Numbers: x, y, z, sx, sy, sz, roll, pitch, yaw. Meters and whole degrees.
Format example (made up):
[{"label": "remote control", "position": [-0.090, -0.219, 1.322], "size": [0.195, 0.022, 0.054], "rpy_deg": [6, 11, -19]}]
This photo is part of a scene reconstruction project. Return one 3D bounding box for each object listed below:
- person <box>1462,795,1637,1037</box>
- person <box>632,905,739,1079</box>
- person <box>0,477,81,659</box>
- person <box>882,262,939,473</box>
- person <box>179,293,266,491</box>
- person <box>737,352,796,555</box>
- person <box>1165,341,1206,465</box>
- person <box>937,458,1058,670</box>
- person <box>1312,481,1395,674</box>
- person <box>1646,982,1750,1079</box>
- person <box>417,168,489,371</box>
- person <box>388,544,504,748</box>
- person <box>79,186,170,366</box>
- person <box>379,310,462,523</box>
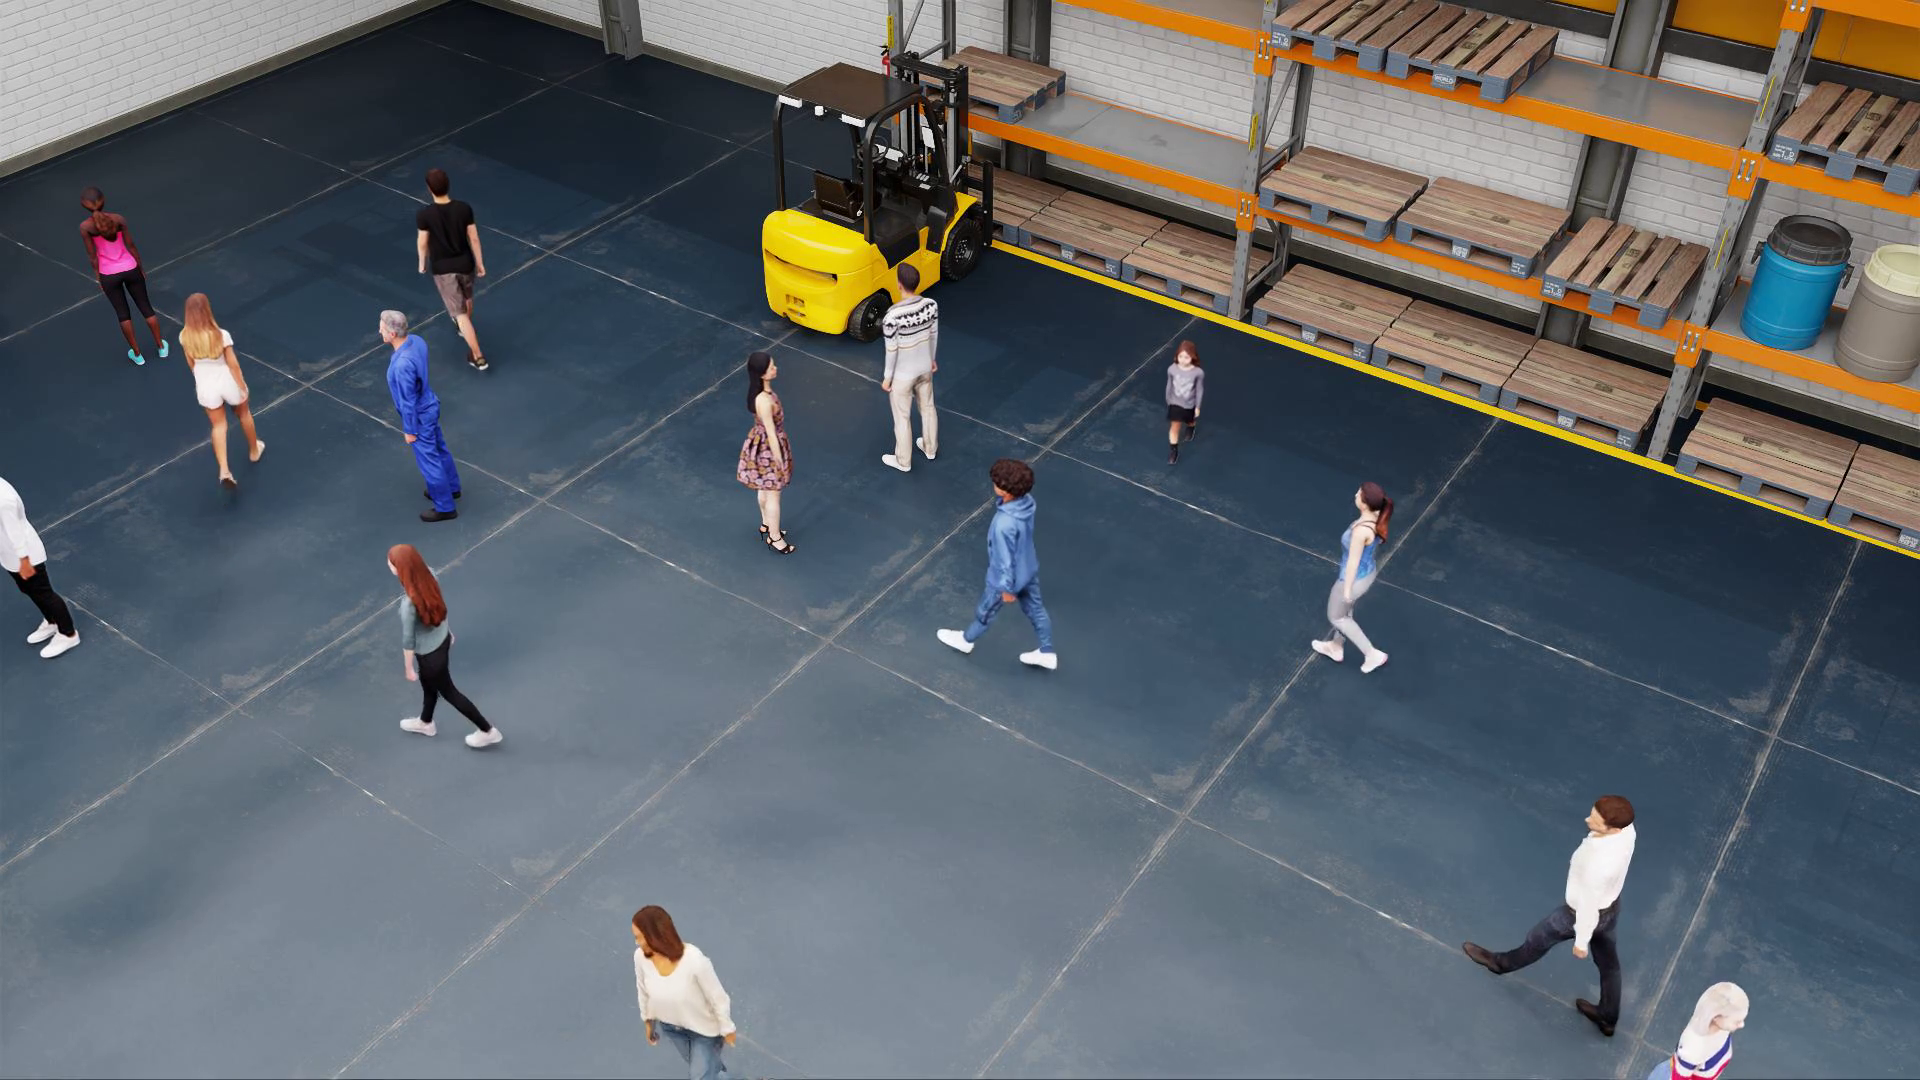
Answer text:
[{"label": "person", "position": [3.547, 2.104, 9.170], "size": [0.898, 1.821, 1.217], "rpy_deg": [-29, 47, -31]}, {"label": "person", "position": [-1.383, 2.524, 8.787], "size": [0.574, 1.643, 0.789], "rpy_deg": [8, 39, 10]}, {"label": "person", "position": [-6.665, 0.046, 11.759], "size": [0.488, 1.807, 0.677], "rpy_deg": [26, 45, 28]}, {"label": "person", "position": [-0.401, -1.403, 13.530], "size": [0.744, 1.860, 0.664], "rpy_deg": [-27, 46, -30]}, {"label": "person", "position": [-5.993, -1.181, 13.406], "size": [1.017, 1.669, 1.067], "rpy_deg": [-5, 39, -6]}, {"label": "person", "position": [-1.451, -0.668, 12.678], "size": [0.863, 1.775, 0.790], "rpy_deg": [-12, 40, -14]}, {"label": "person", "position": [1.889, -1.196, 13.884], "size": [0.753, 1.094, 0.685], "rpy_deg": [10, 40, 12]}, {"label": "person", "position": [0.443, 0.222, 11.572], "size": [1.186, 1.765, 0.836], "rpy_deg": [15, 41, 18]}, {"label": "person", "position": [2.816, 0.285, 11.628], "size": [0.839, 1.597, 0.591], "rpy_deg": [27, 46, 30]}, {"label": "person", "position": [3.542, 2.736, 8.398], "size": [0.761, 1.797, 0.733], "rpy_deg": [32, 48, 34]}, {"label": "person", "position": [-4.472, -2.359, 14.767], "size": [0.963, 1.811, 1.273], "rpy_deg": [-23, 44, -26]}, {"label": "person", "position": [-3.414, 0.745, 10.956], "size": [1.082, 1.717, 0.872], "rpy_deg": [6, 39, 7]}, {"label": "person", "position": [-7.498, -2.370, 14.850], "size": [0.632, 1.723, 0.658], "rpy_deg": [-22, 44, -26]}, {"label": "person", "position": [-4.220, -0.988, 13.039], "size": [0.808, 1.825, 0.779], "rpy_deg": [-3, 39, -4]}]
